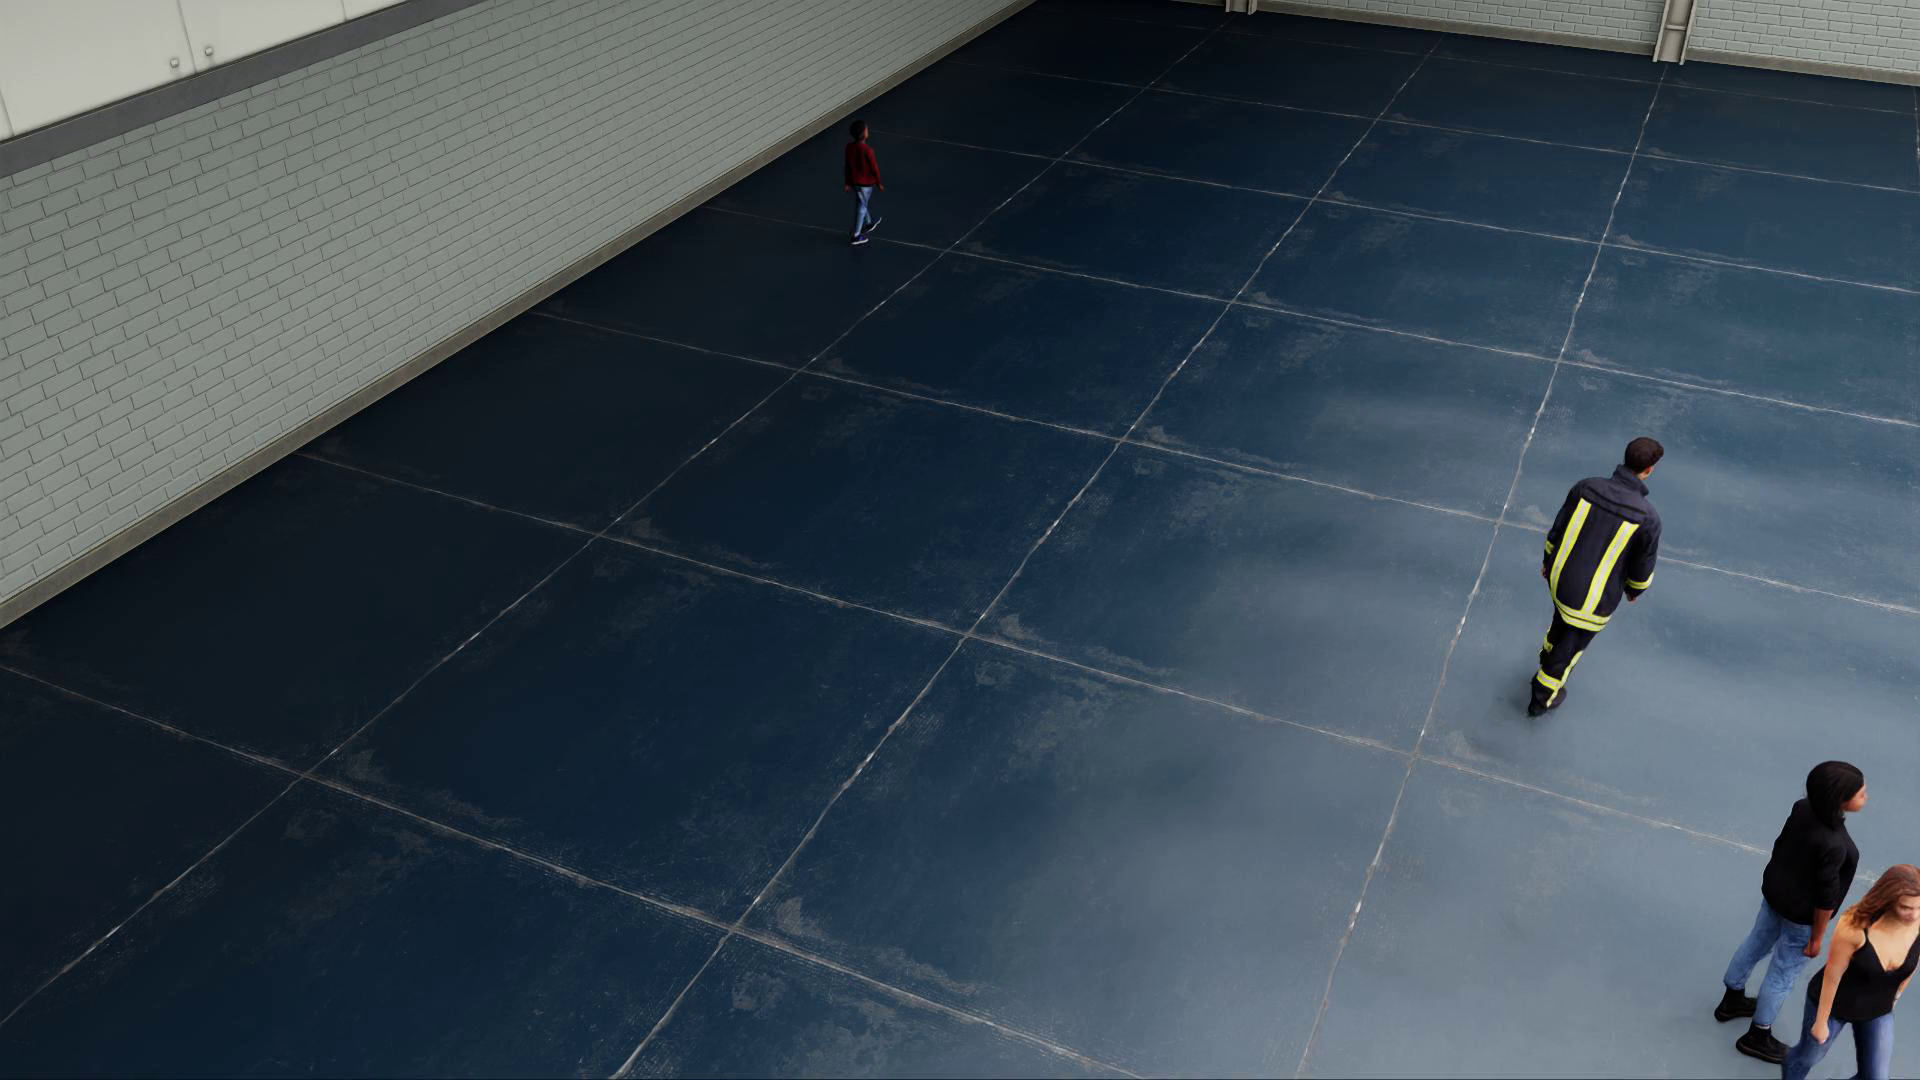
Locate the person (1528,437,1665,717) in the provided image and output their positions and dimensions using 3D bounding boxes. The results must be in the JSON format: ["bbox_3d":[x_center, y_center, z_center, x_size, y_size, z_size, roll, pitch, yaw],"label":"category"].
[{"bbox_3d":[3.731,0.277,10.009,1.020,1.886,0.948,-24,39,-33],"label":"person"}]

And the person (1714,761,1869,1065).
[{"bbox_3d":[3.940,1.737,7.868,0.684,1.701,0.663,-3,32,-4],"label":"person"}]

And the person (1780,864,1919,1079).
[{"bbox_3d":[3.942,2.015,7.427,0.699,1.702,0.763,0,32,0],"label":"person"}]

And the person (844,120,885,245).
[{"bbox_3d":[-1.028,-3.578,16.727,0.780,1.237,0.694,25,40,34],"label":"person"}]
